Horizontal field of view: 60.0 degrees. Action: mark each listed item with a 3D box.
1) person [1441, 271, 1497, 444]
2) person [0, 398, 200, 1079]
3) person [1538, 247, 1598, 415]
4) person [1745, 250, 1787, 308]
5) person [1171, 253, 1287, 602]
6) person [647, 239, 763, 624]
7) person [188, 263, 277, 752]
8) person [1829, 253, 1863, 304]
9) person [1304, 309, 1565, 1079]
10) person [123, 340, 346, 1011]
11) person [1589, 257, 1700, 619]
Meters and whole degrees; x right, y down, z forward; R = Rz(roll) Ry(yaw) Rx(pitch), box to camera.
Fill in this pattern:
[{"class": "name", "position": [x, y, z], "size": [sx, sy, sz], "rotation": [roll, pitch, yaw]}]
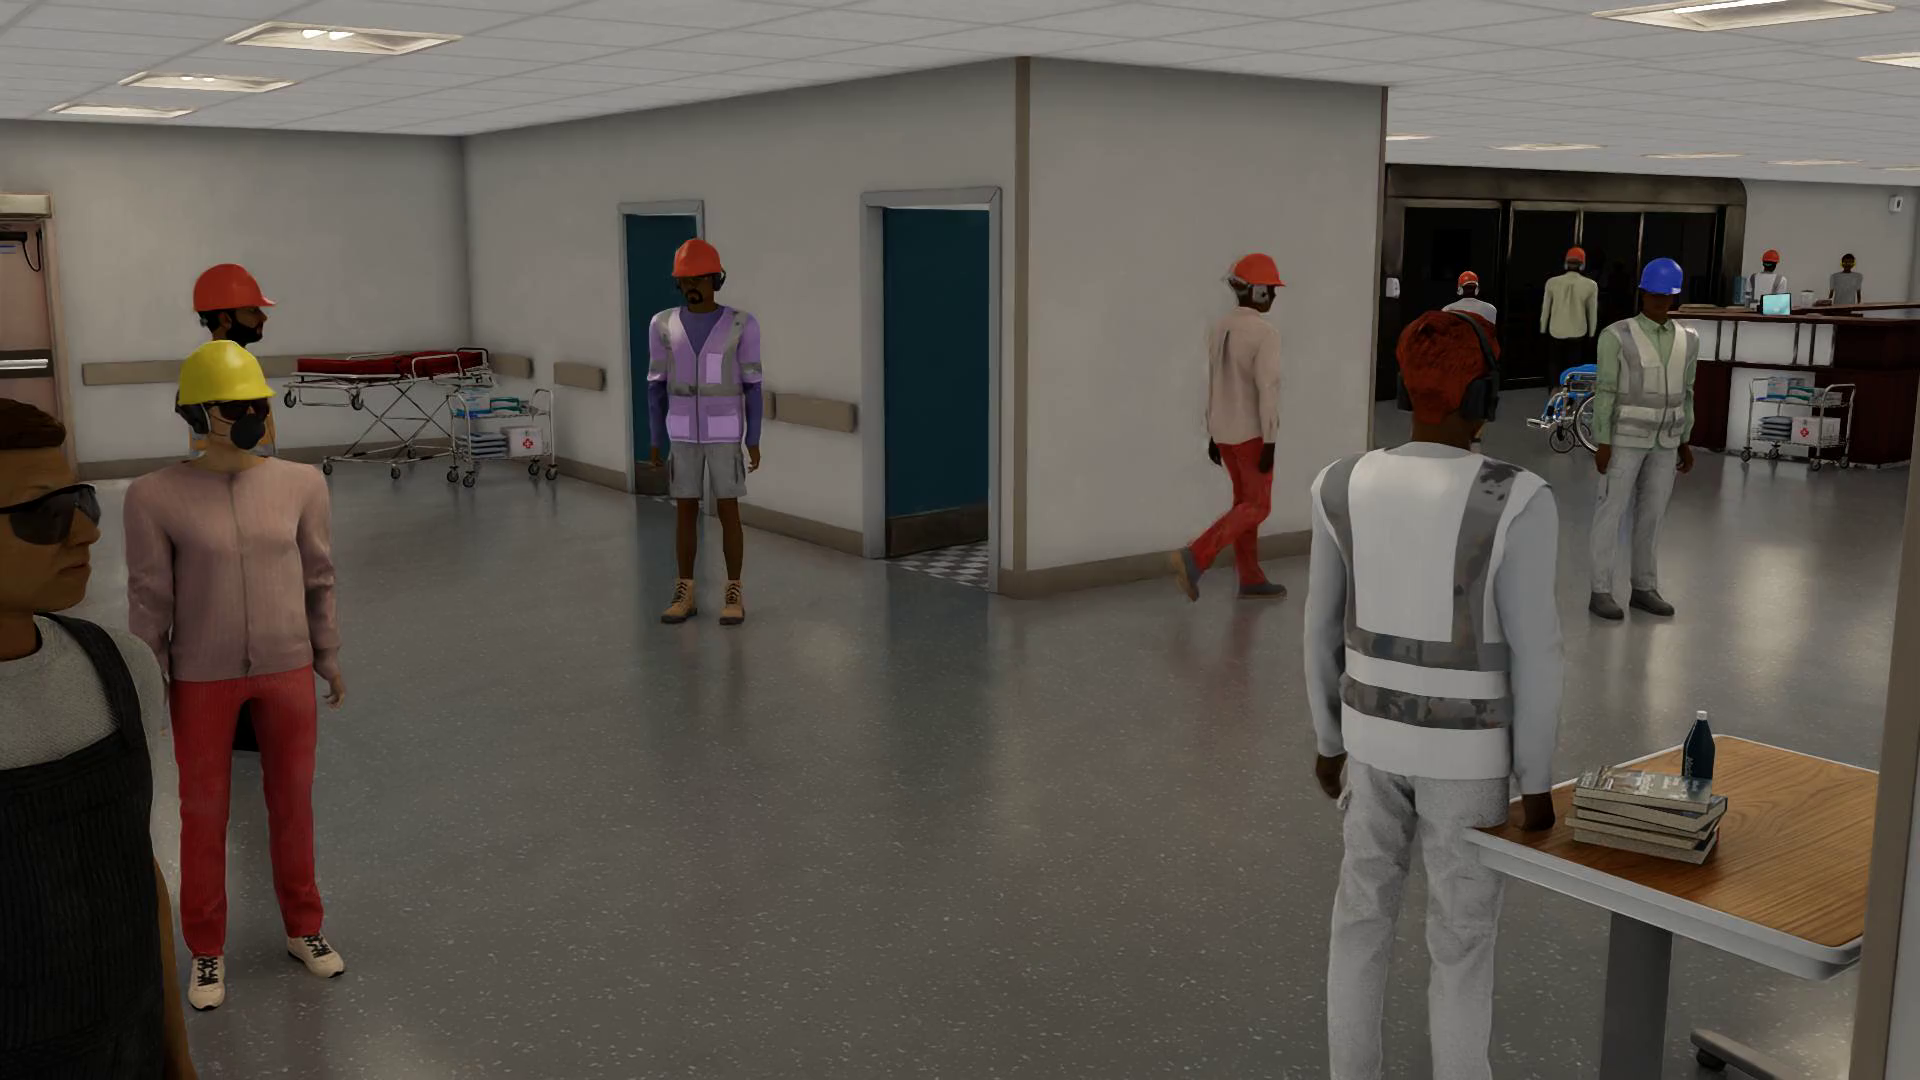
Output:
[{"class": "person", "position": [5.112, -1.839, 16.813], "size": [0.566, 1.742, 0.360], "rotation": [2, 10, 10]}, {"class": "person", "position": [-1.162, 0.738, 2.094], "size": [0.345, 1.847, 0.507], "rotation": [4, 11, 21]}, {"class": "person", "position": [7.139, -2.442, 19.530], "size": [0.650, 1.977, 0.492], "rotation": [4, 11, 21]}, {"class": "person", "position": [11.665, -3.232, 24.121], "size": [0.544, 1.933, 0.379], "rotation": [8, 13, 39]}, {"class": "person", "position": [1.522, -0.596, 9.230], "size": [0.769, 1.974, 0.629], "rotation": [-4, 11, -24]}, {"class": "person", "position": [-1.357, -0.560, 8.811], "size": [0.615, 2.041, 0.378], "rotation": [1, 10, 6]}, {"class": "person", "position": [-2.866, -0.124, 6.674], "size": [0.373, 1.938, 0.571], "rotation": [-1, 10, -8]}, {"class": "person", "position": [14.579, -3.784, 27.430], "size": [0.503, 1.853, 0.327], "rotation": [4, 11, 19]}, {"class": "person", "position": [1.008, 0.456, 3.577], "size": [0.357, 1.882, 0.573], "rotation": [-10, 14, -44]}, {"class": "person", "position": [-1.920, 0.354, 4.460], "size": [0.533, 1.771, 0.301], "rotation": [-8, 13, -37]}, {"class": "person", "position": [3.706, -0.545, 9.004], "size": [0.605, 1.944, 0.402], "rotation": [-2, 10, -13]}]
